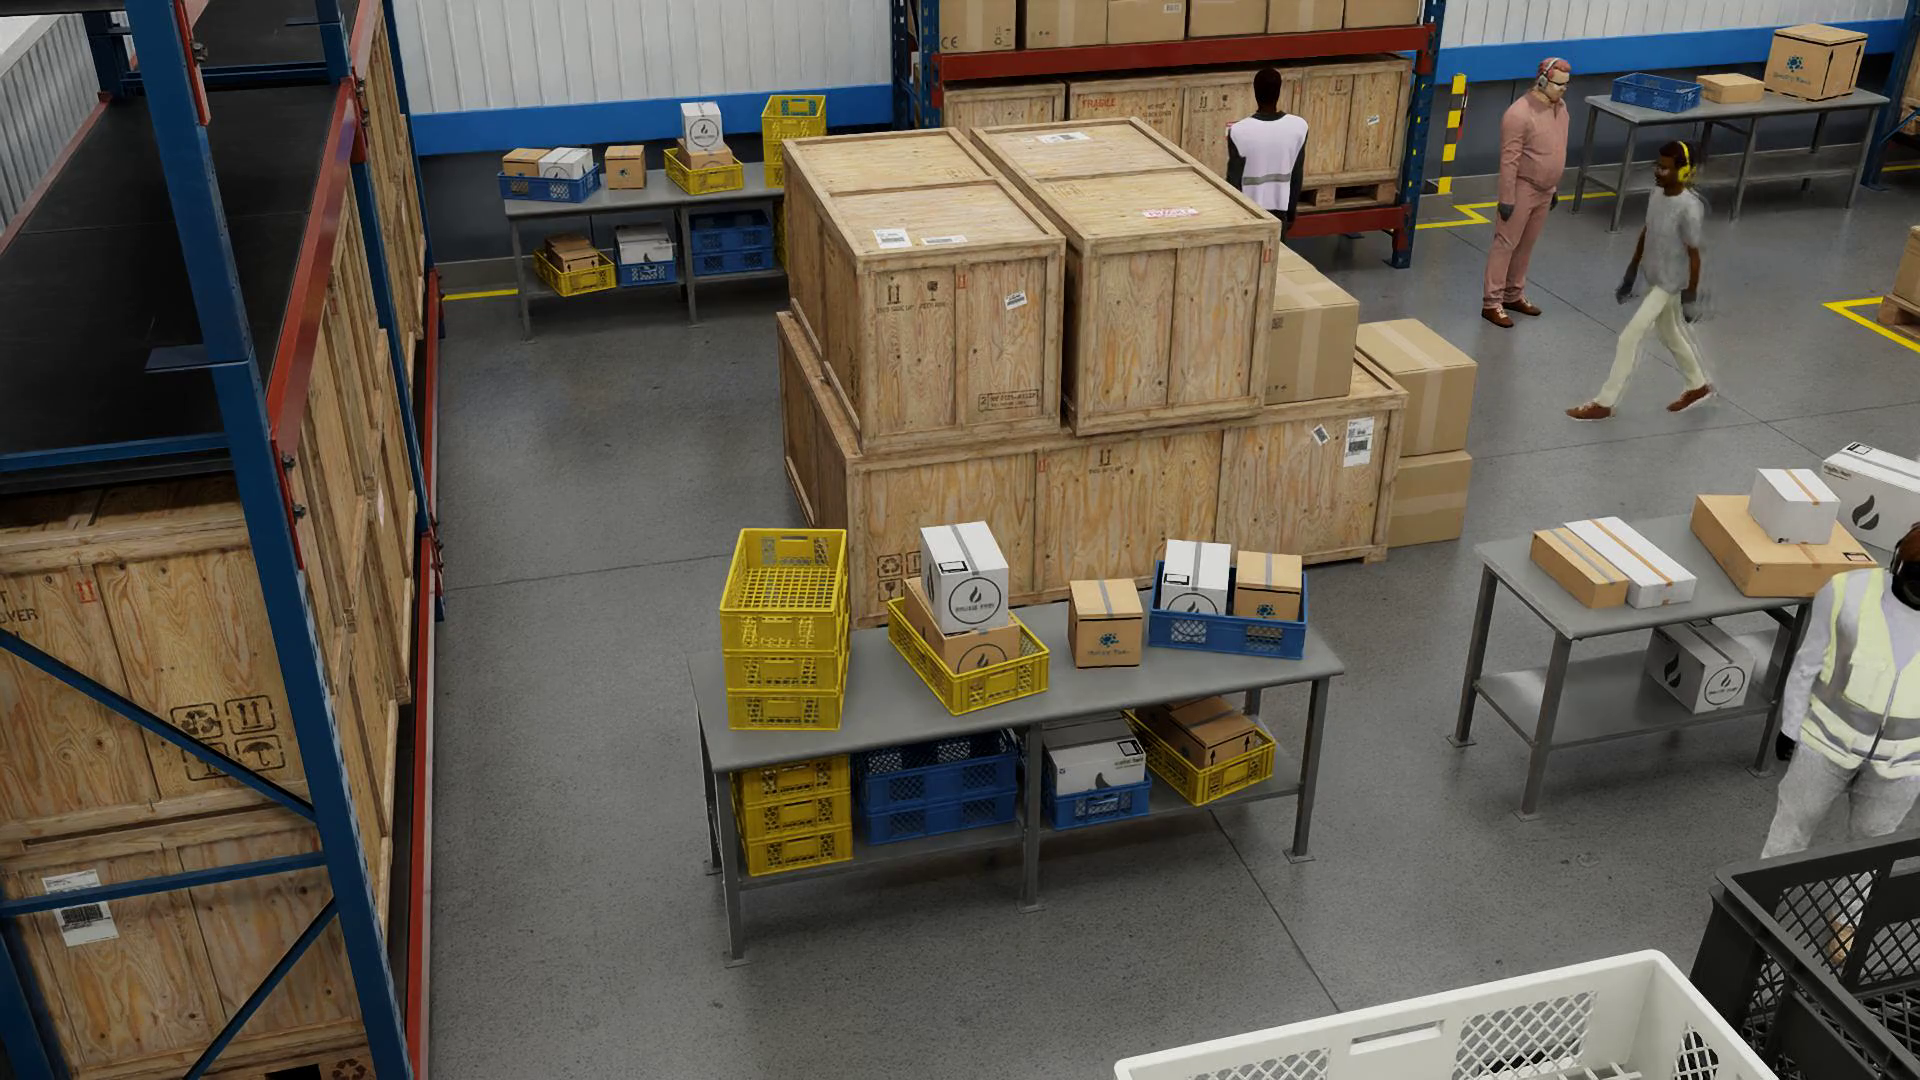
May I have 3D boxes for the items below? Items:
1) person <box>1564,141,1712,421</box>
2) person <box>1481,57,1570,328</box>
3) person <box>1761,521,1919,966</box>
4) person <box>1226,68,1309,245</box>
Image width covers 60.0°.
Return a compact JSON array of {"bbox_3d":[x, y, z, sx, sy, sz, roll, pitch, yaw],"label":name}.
[{"bbox_3d":[4.449,-1.612,10.424,0.984,1.825,0.487,-2,29,-3],"label":"person"},{"bbox_3d":[4.100,-2.499,11.946,0.639,1.904,0.407,-22,36,-34],"label":"person"},{"bbox_3d":[3.328,0.753,6.106,0.619,1.845,0.430,13,31,22],"label":"person"},{"bbox_3d":[2.096,-2.298,11.570,0.587,1.914,0.392,-8,30,-14],"label":"person"}]
